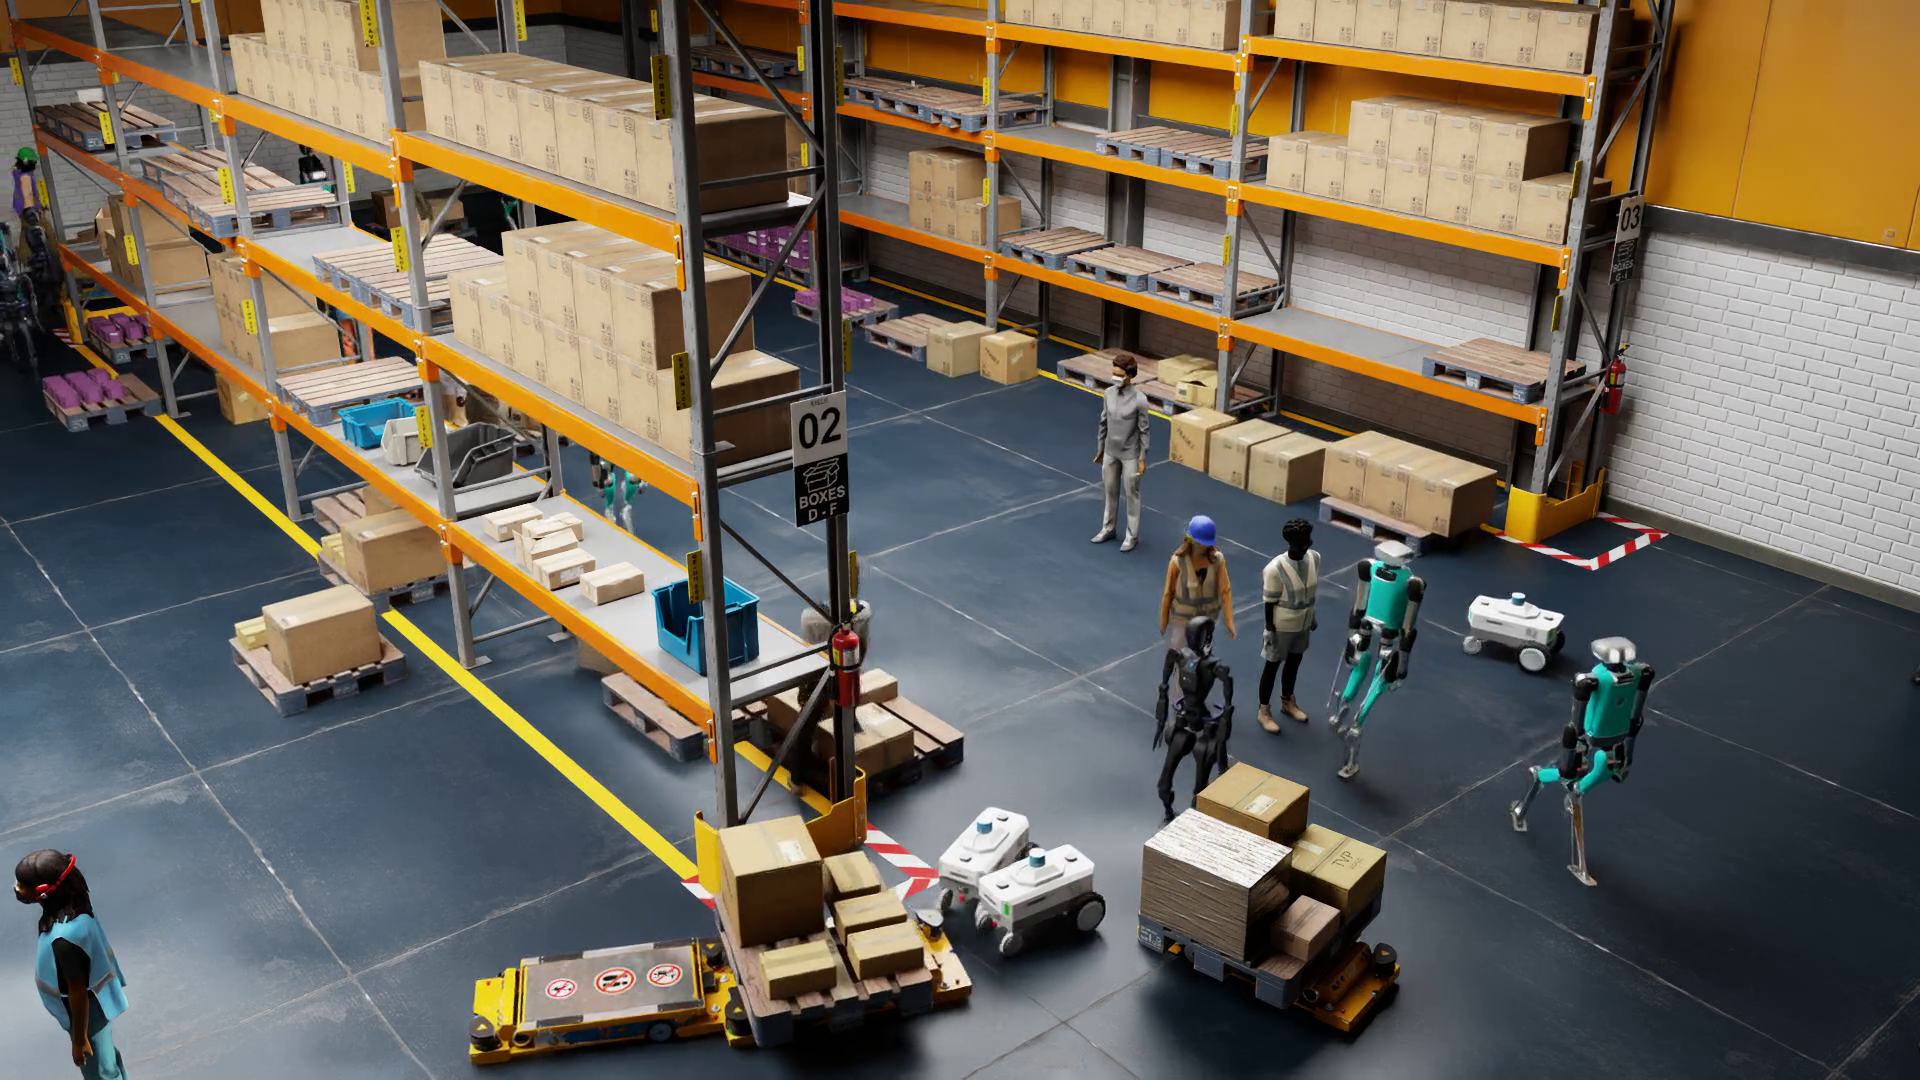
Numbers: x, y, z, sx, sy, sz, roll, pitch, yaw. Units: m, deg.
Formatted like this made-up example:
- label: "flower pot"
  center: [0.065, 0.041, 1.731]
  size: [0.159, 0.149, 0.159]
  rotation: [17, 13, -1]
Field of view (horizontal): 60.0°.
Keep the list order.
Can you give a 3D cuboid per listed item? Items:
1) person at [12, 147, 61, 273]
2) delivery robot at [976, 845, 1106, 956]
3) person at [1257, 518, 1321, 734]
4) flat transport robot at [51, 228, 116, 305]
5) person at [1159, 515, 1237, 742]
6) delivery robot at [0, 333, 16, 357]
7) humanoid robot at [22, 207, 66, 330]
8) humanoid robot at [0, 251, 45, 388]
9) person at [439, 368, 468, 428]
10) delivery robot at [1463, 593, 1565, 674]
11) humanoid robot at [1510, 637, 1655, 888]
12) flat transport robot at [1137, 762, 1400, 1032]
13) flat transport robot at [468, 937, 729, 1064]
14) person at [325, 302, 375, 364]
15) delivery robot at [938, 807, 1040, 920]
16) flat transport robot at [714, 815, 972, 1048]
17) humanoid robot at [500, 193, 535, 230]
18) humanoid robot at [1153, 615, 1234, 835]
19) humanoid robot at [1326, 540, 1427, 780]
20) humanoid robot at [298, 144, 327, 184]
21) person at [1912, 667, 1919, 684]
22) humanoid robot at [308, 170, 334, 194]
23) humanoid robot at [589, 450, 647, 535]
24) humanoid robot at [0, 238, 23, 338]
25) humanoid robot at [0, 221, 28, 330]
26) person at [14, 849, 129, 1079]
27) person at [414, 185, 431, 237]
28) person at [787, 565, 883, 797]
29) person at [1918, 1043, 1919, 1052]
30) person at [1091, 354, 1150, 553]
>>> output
- label: "person"
  center: [-13.959, -5.018, 25.235]
  size: [0.954, 1.871, 0.552]
  rotation: [-18, 29, -36]
- label: "delivery robot"
  center: [0.489, 2.178, 10.258]
  size: [0.813, 0.610, 0.499]
  rotation: [-15, 27, -30]
- label: "person"
  center: [2.463, 0.621, 12.403]
  size: [0.541, 1.695, 0.316]
  rotation: [-15, 28, -31]
- label: "flat transport robot"
  center: [-12.368, -3.633, 24.056]
  size: [1.431, 0.231, 0.659]
  rotation: [-10, 25, -23]
- label: "person"
  center: [1.772, 0.652, 12.266]
  size: [0.471, 1.732, 0.846]
  rotation: [-6, 24, -14]
- label: "delivery robot"
  center: [-12.370, -2.511, 21.072]
  size: [0.499, 0.575, 0.766]
  rotation: [-4, 24, -10]
- label: "humanoid robot"
  center: [-12.327, -3.668, 22.390]
  size: [0.600, 1.638, 0.655]
  rotation: [20, 30, 38]
- label: "humanoid robot"
  center: [-11.426, -2.673, 20.079]
  size: [0.609, 1.637, 0.611]
  rotation: [-10, 25, -22]
- label: "person"
  center: [-5.410, -1.614, 17.553]
  size: [0.416, 1.724, 0.602]
  rotation: [-16, 28, -33]
- label: "delivery robot"
  center: [4.544, 0.711, 13.603]
  size: [0.747, 0.568, 0.499]
  rotation: [14, 27, 30]
- label: "humanoid robot"
  center: [3.939, 1.297, 10.803]
  size: [0.548, 1.766, 0.947]
  rotation: [-6, 24, -14]
- label: "flat transport robot"
  center: [1.844, 2.435, 10.004]
  size: [1.431, 0.231, 0.659]
  rotation: [18, 29, 35]
- label: "flat transport robot"
  center: [-2.057, 2.635, 9.542]
  size: [1.431, 0.231, 0.659]
  rotation: [-5, 24, -11]
- label: "person"
  center: [-7.370, -2.706, 20.024]
  size: [0.730, 1.769, 0.430]
  rotation: [2, 23, 5]
- label: "delivery robot"
  center: [0.162, 2.021, 10.595]
  size: [0.499, 0.589, 0.782]
  rotation: [12, 26, 25]
- label: "flat transport robot"
  center: [-0.710, 2.551, 9.737]
  size: [1.431, 0.231, 0.659]
  rotation: [-8, 25, -17]
- label: "humanoid robot"
  center: [-7.082, -5.496, 26.653]
  size: [0.557, 1.888, 0.699]
  rotation: [-18, 29, -36]
- label: "humanoid robot"
  center: [1.544, 1.269, 10.927]
  size: [0.587, 1.656, 0.342]
  rotation: [17, 29, 34]
- label: "humanoid robot"
  center: [2.820, 0.926, 11.707]
  size: [0.711, 1.828, 0.530]
  rotation: [-18, 29, -36]
- label: "humanoid robot"
  center: [-10.405, -5.609, 26.864]
  size: [0.613, 1.647, 0.464]
  rotation: [11, 26, 24]
- label: "person"
  center: [7.808, 0.272, 12.934]
  size: [0.547, 1.924, 0.387]
  rotation: [13, 26, 27]
- label: "humanoid robot"
  center: [-9.380, -4.531, 24.285]
  size: [0.890, 1.759, 0.551]
  rotation: [20, 30, 38]
- label: "humanoid robot"
  center: [-3.124, -0.623, 15.207]
  size: [0.546, 1.759, 0.697]
  rotation: [-8, 25, -19]
- label: "humanoid robot"
  center: [-12.666, -3.438, 21.837]
  size: [0.608, 1.653, 0.304]
  rotation: [7, 24, 16]
- label: "humanoid robot"
  center: [-12.650, -3.549, 22.024]
  size: [0.543, 1.807, 0.701]
  rotation: [-4, 24, -9]
- label: "person"
  center: [-4.323, 2.340, 8.224]
  size: [0.394, 1.862, 0.508]
  rotation: [-12, 26, -26]
- label: "person"
  center: [-7.455, -3.974, 22.842]
  size: [0.448, 1.858, 0.579]
  rotation: [2, 23, 4]
- label: "person"
  center: [-0.889, 0.969, 11.486]
  size: [0.572, 1.793, 0.576]
  rotation: [-13, 26, -27]
- label: "person"
  center: [5.560, 2.056, 8.992]
  size: [0.523, 1.769, 0.312]
  rotation: [-19, 30, -38]
- label: "person"
  center: [1.525, -0.826, 15.502]
  size: [0.547, 1.897, 0.374]
  rotation: [18, 29, 35]
